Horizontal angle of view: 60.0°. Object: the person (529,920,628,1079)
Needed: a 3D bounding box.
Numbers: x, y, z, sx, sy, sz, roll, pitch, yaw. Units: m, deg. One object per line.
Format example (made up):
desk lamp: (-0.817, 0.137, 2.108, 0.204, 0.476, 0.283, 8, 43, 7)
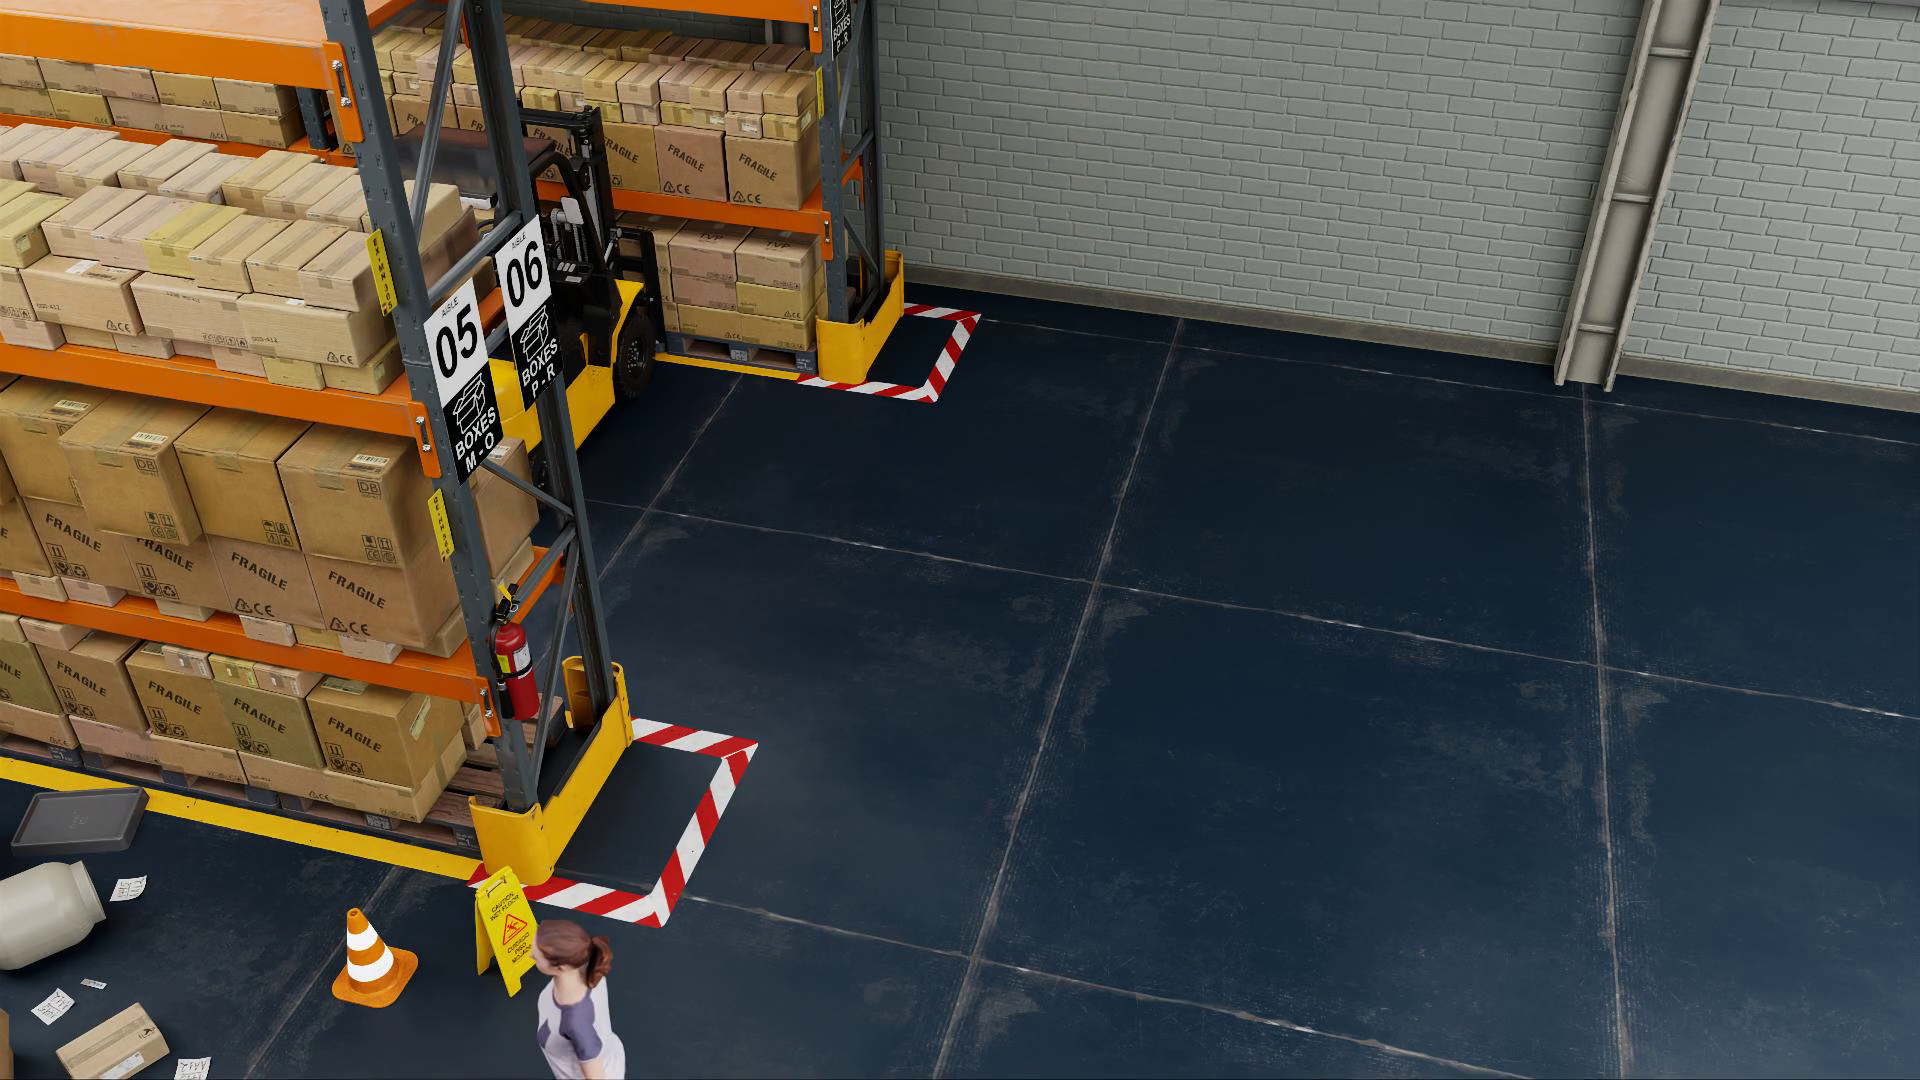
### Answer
person: (-1.430, 2.085, 6.483, 0.666, 1.766, 0.657, -5, 38, -7)
